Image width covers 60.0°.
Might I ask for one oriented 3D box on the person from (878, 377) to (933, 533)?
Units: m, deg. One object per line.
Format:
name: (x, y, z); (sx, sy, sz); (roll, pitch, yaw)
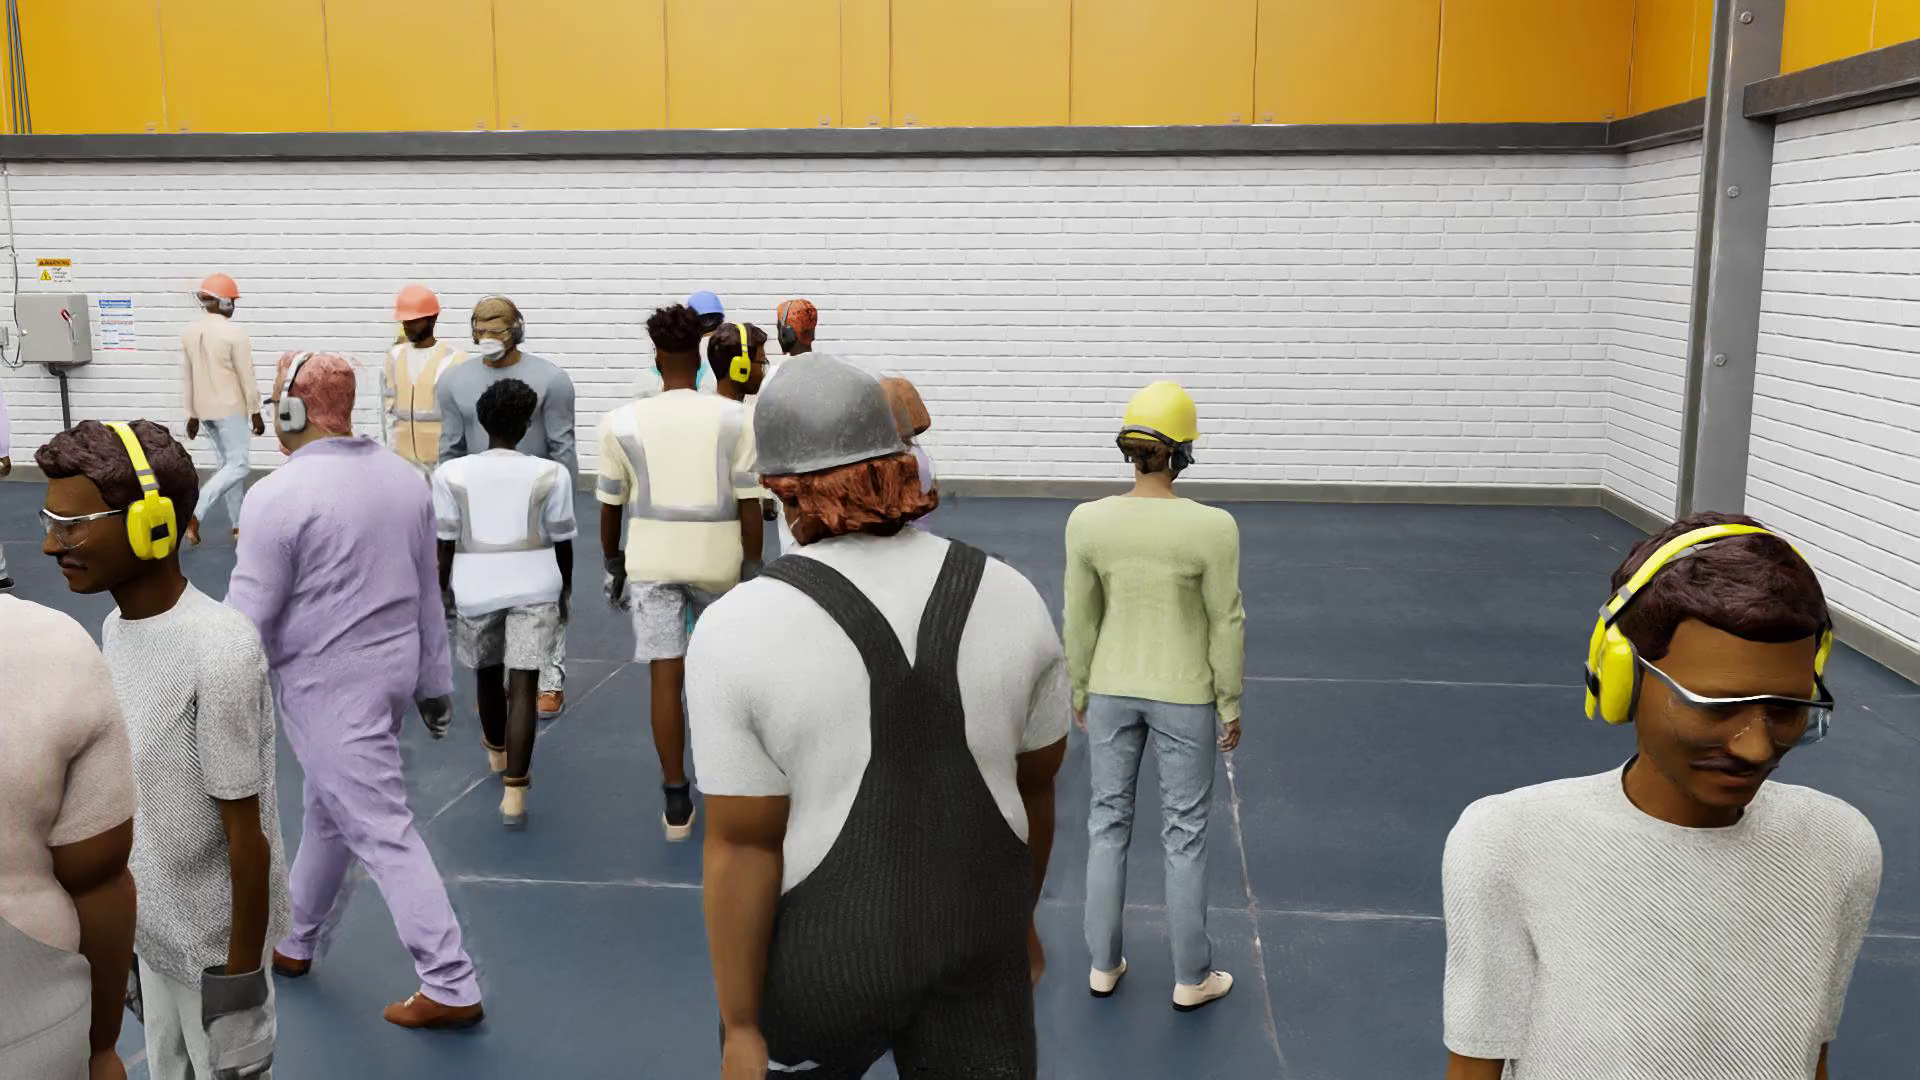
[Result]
person: (-0.258, 0.173, 6.586); (0.286, 1.633, 0.499); (-4, 11, -23)

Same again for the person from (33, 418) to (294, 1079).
person: (-1.310, 0.719, 2.823); (0.512, 1.861, 0.325); (9, 13, 41)

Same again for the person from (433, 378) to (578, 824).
person: (-1.730, 0.201, 6.382); (0.539, 1.636, 0.884); (-2, 10, -9)

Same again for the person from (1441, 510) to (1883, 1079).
person: (0.757, 0.889, 1.833); (0.519, 1.865, 0.328); (-1, 10, -8)

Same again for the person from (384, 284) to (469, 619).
person: (-3.074, -0.496, 9.579); (0.581, 1.928, 0.404); (3, 10, 16)

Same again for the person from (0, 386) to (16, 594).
person: (-6.155, -0.558, 10.204); (0.601, 1.829, 0.403); (-4, 11, -21)

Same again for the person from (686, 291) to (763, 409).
person: (-1.356, -0.426, 9.272); (0.644, 1.894, 0.581); (2, 10, 12)

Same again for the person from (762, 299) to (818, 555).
person: (-0.800, -0.291, 8.537); (0.354, 1.879, 0.576); (7, 12, 36)

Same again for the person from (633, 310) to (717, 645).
person: (-1.409, -0.289, 8.691); (0.553, 1.820, 0.633); (-3, 10, -15)

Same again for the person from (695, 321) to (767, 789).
person: (-0.875, 0.095, 6.402); (0.337, 1.858, 0.523); (-6, 11, -29)

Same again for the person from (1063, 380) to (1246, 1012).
person: (0.546, 0.440, 4.678); (0.523, 1.769, 0.321); (5, 11, 26)

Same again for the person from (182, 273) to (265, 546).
person: (-5.357, -0.930, 11.955); (0.605, 1.964, 0.801); (6, 11, 29)

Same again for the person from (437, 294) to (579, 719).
person: (-2.044, -0.145, 7.569); (0.636, 1.931, 0.377); (1, 10, 3)

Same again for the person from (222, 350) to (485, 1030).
person: (-1.730, 0.414, 4.577); (0.984, 1.853, 0.651); (3, 10, 15)

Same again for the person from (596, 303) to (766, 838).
person: (-1.046, 0.075, 6.304); (0.621, 1.918, 0.943); (-1, 10, -8)

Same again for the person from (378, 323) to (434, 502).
person: (-3.686, -0.669, 11.208); (0.503, 1.700, 0.886); (1, 10, 4)
